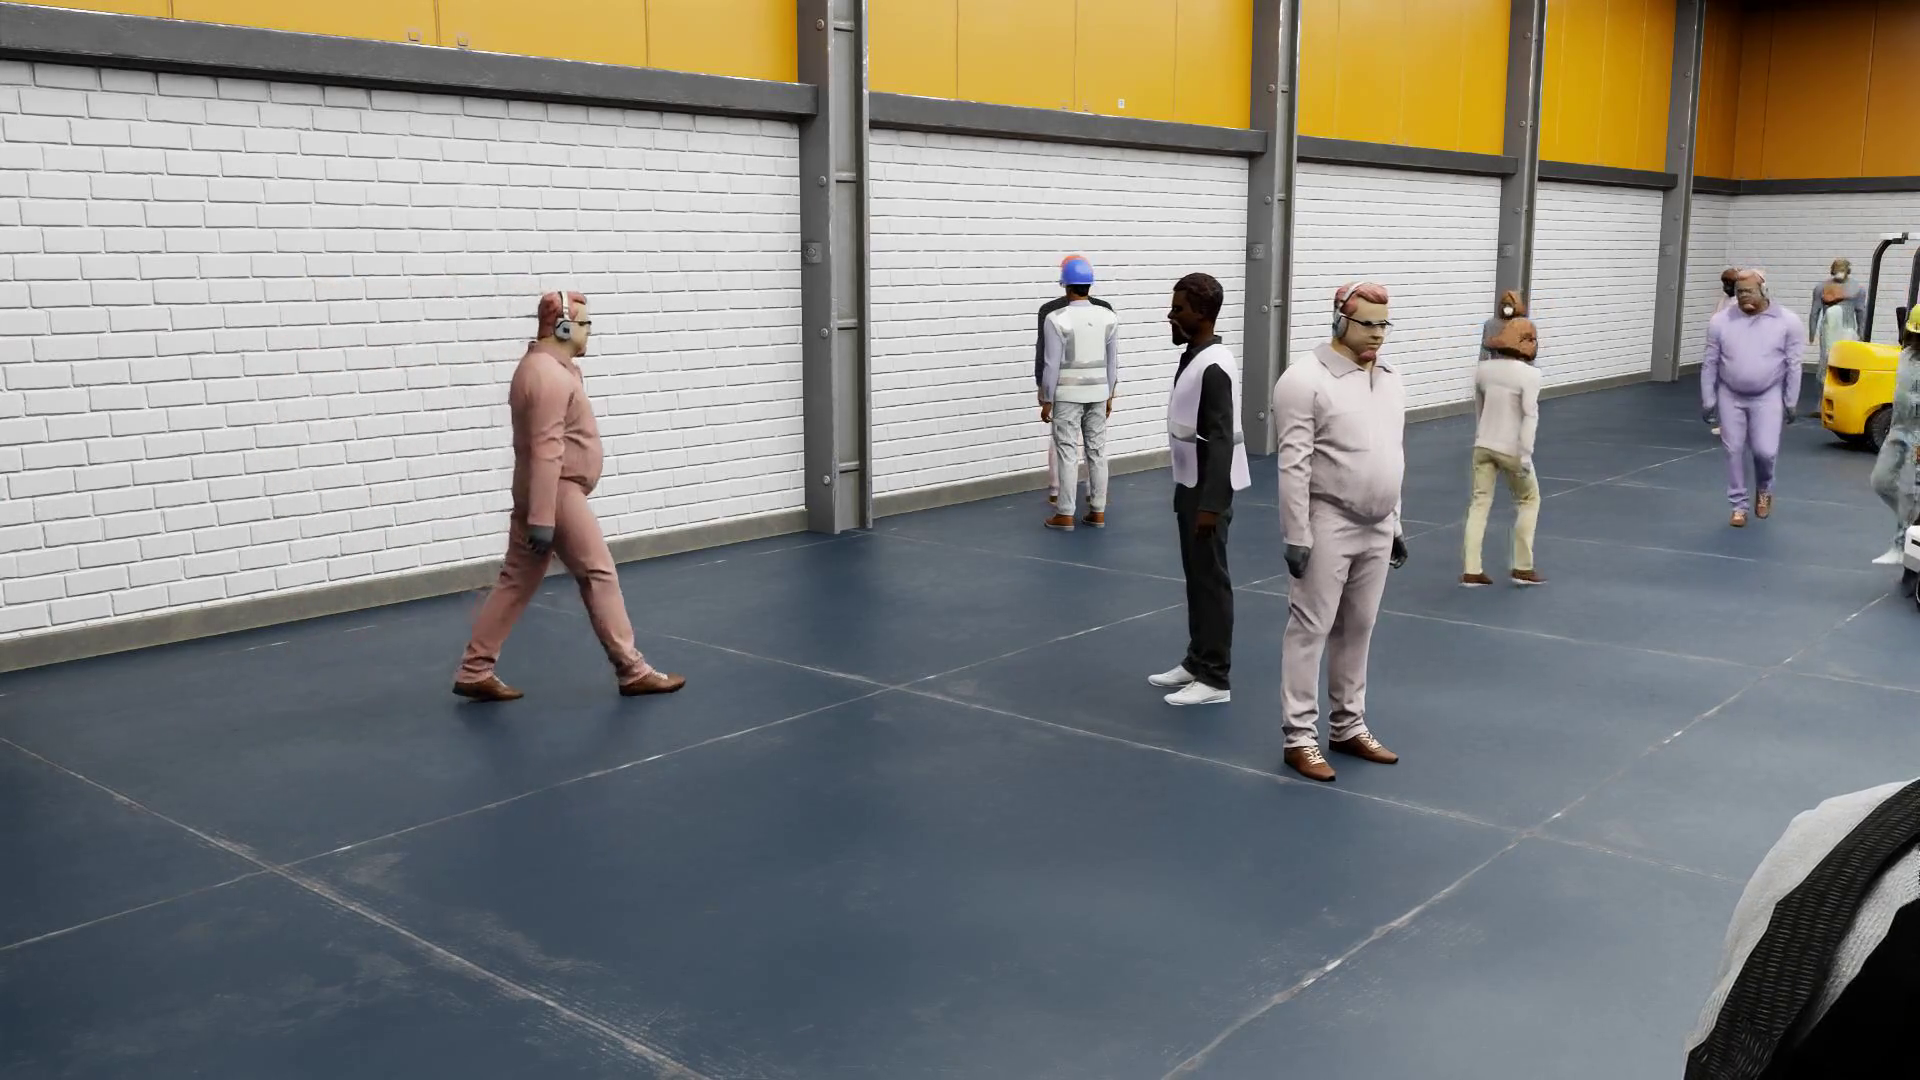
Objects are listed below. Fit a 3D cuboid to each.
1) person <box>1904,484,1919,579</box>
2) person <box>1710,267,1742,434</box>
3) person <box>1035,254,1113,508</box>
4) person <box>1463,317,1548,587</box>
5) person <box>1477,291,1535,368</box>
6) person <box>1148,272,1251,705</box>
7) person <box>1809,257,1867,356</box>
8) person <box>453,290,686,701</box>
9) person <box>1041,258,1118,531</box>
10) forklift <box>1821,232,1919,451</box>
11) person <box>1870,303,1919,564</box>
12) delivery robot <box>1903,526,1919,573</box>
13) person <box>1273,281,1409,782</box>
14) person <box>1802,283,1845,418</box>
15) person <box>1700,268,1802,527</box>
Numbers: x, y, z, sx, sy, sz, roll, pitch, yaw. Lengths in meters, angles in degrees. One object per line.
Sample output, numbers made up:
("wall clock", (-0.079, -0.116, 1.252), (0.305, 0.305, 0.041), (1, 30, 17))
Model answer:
("person", (6.017, -0.530, 9.915), (0.889, 1.641, 0.539), (-4, 11, -23))
("person", (8.349, -2.019, 17.950), (0.433, 1.825, 0.652), (-2, 10, -12))
("person", (0.907, -1.248, 13.082), (0.631, 1.982, 0.424), (2, 10, 11))
("person", (3.293, -0.519, 9.956), (0.630, 1.608, 0.516), (-6, 12, -32))
("person", (5.311, -1.616, 16.233), (0.502, 1.614, 0.600), (8, 13, 37))
("person", (1.085, -0.223, 7.419), (0.398, 1.920, 0.588), (0, 10, -2))
("person", (11.628, -2.789, 22.054), (0.660, 1.913, 0.701), (6, 11, 29))
("person", (-1.811, -0.181, 7.411), (1.013, 1.851, 0.647), (-4, 11, -23))
("person", (0.855, -1.038, 11.970), (0.605, 1.951, 0.380), (-5, 11, -27))
("forklift", (9.955, -1.972, 16.595), (2.313, 2.155, 1.214), (1, 10, 8))
("person", (6.076, -0.663, 10.555), (0.405, 1.703, 0.520), (-1, 10, -4))
("delivery robot", (5.603, 0.074, 9.345), (0.477, 0.478, 0.707), (2, 10, 10))
("person", (1.501, -0.039, 6.430), (0.639, 1.902, 0.407), (-7, 12, -35))
("person", (10.364, -2.226, 19.695), (0.527, 1.616, 0.496), (7, 12, 36))
("person", (5.735, -1.026, 12.104), (0.660, 1.879, 0.448), (6, 12, 31))
